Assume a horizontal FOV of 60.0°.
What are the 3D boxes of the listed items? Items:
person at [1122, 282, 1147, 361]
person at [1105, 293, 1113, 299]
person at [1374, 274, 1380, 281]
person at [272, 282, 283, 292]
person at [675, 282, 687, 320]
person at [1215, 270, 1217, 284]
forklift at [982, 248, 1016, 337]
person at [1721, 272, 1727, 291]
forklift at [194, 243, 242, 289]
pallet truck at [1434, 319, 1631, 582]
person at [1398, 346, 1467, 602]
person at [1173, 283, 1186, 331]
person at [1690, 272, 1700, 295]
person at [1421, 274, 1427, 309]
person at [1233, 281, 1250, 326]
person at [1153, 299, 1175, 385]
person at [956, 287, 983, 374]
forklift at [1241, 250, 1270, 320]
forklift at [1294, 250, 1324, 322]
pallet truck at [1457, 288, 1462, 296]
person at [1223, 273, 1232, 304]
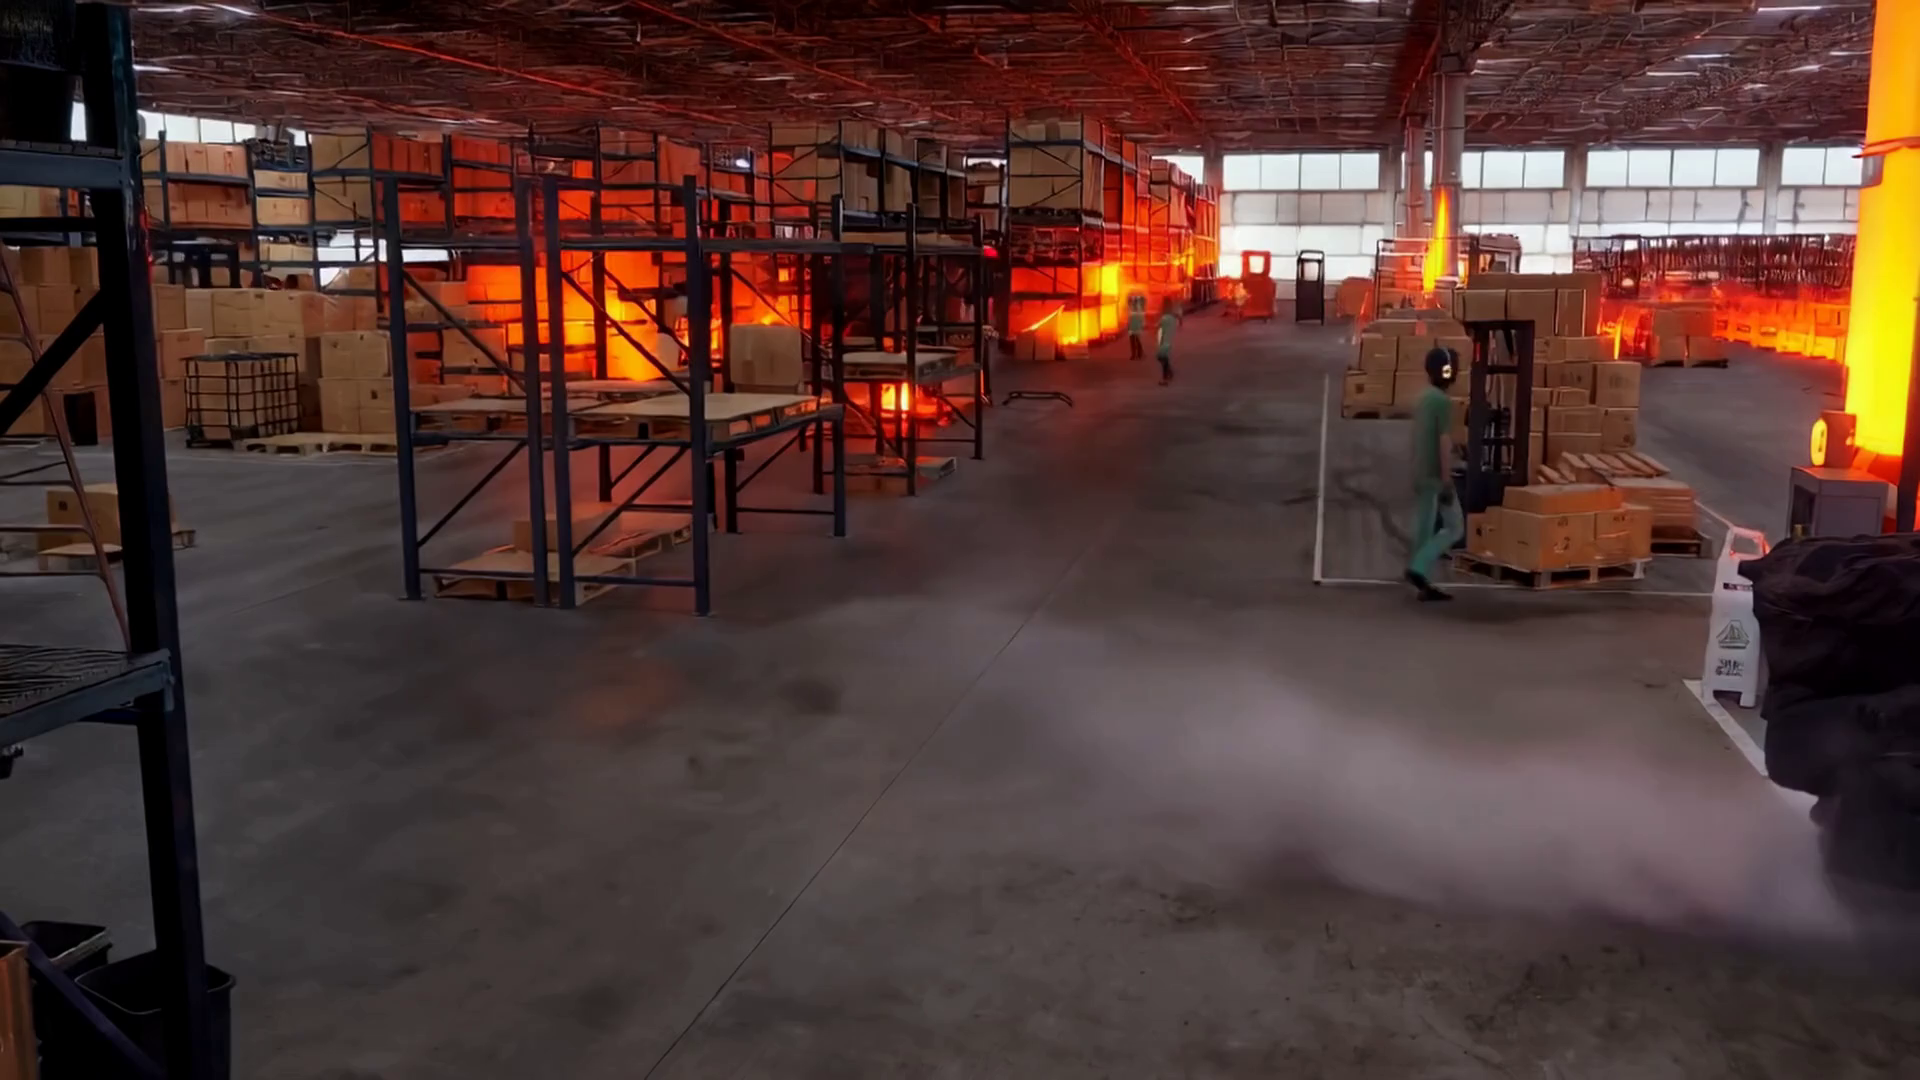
[{"bbox_3d":[4.250,-5.329,40.594,0.554,1.921,0.399,8,13,41],"label":"person"},{"bbox_3d":[6.457,-10.816,73.681,0.557,1.719,0.907,4,11,25],"label":"person"},{"bbox_3d":[18.656,-11.036,74.738,0.818,1.809,0.596,4,10,20],"label":"person"},{"bbox_3d":[-17.919,-5.808,43.571,0.444,1.884,0.650,1,10,4],"label":"person"},{"bbox_3d":[-6.707,-5.322,40.583,1.009,1.926,0.600,7,12,37],"label":"person"},{"bbox_3d":[14.317,-14.190,93.170,0.426,1.889,0.736,2,10,13],"label":"person"},{"bbox_3d":[1.077,-7.542,50.865,1.129,2.768,1.873,2,10,12],"label":"forklift"},{"bbox_3d":[40.523,-13.338,88.357,0.423,1.818,0.597,0,10,2],"label":"person"},{"bbox_3d":[-15.834,-4.983,35.715,1.129,2.768,1.873,2,10,12],"label":"forklift"},{"bbox_3d":[4.543,-0.757,13.299,0.823,1.965,1.885,-4,10,-22],"label":"pallet truck"},{"bbox_3d":[3.421,-0.454,11.914,0.405,1.856,0.556,-2,10,-12],"label":"person"},{"bbox_3d":[7.570,-8.093,57.693,0.526,1.672,0.769,-3,10,-16],"label":"person"},{"bbox_3d":[32.396,-10.845,73.346,0.471,1.890,0.678,2,10,9],"label":"person"},{"bbox_3d":[18.183,-9.453,64.987,0.513,1.927,0.634,-6,12,-34],"label":"person"},{"bbox_3d":[10.523,-8.838,62.113,0.554,1.662,0.781,6,11,33],"label":"person"},{"bbox_3d":[4.040,-3.892,32.765,0.379,1.684,0.556,6,11,31],"label":"person"},{"bbox_3d":[0.144,-4.477,35.707,0.987,1.862,0.614,-9,13,-41],"label":"person"},{"bbox_3d":[11.984,-10.314,67.284,1.129,2.768,1.873,2,10,12],"label":"forklift"},{"bbox_3d":[13.778,-10.002,65.433,1.129,2.768,1.873,2,10,12],"label":"forklift"},{"bbox_3d":[20.506,-9.785,68.819,0.653,1.274,1.630,2,10,12],"label":"pallet truck"},{"bbox_3d":[14.718,-13.859,91.686,0.504,1.713,0.512,7,12,35],"label":"person"}]
